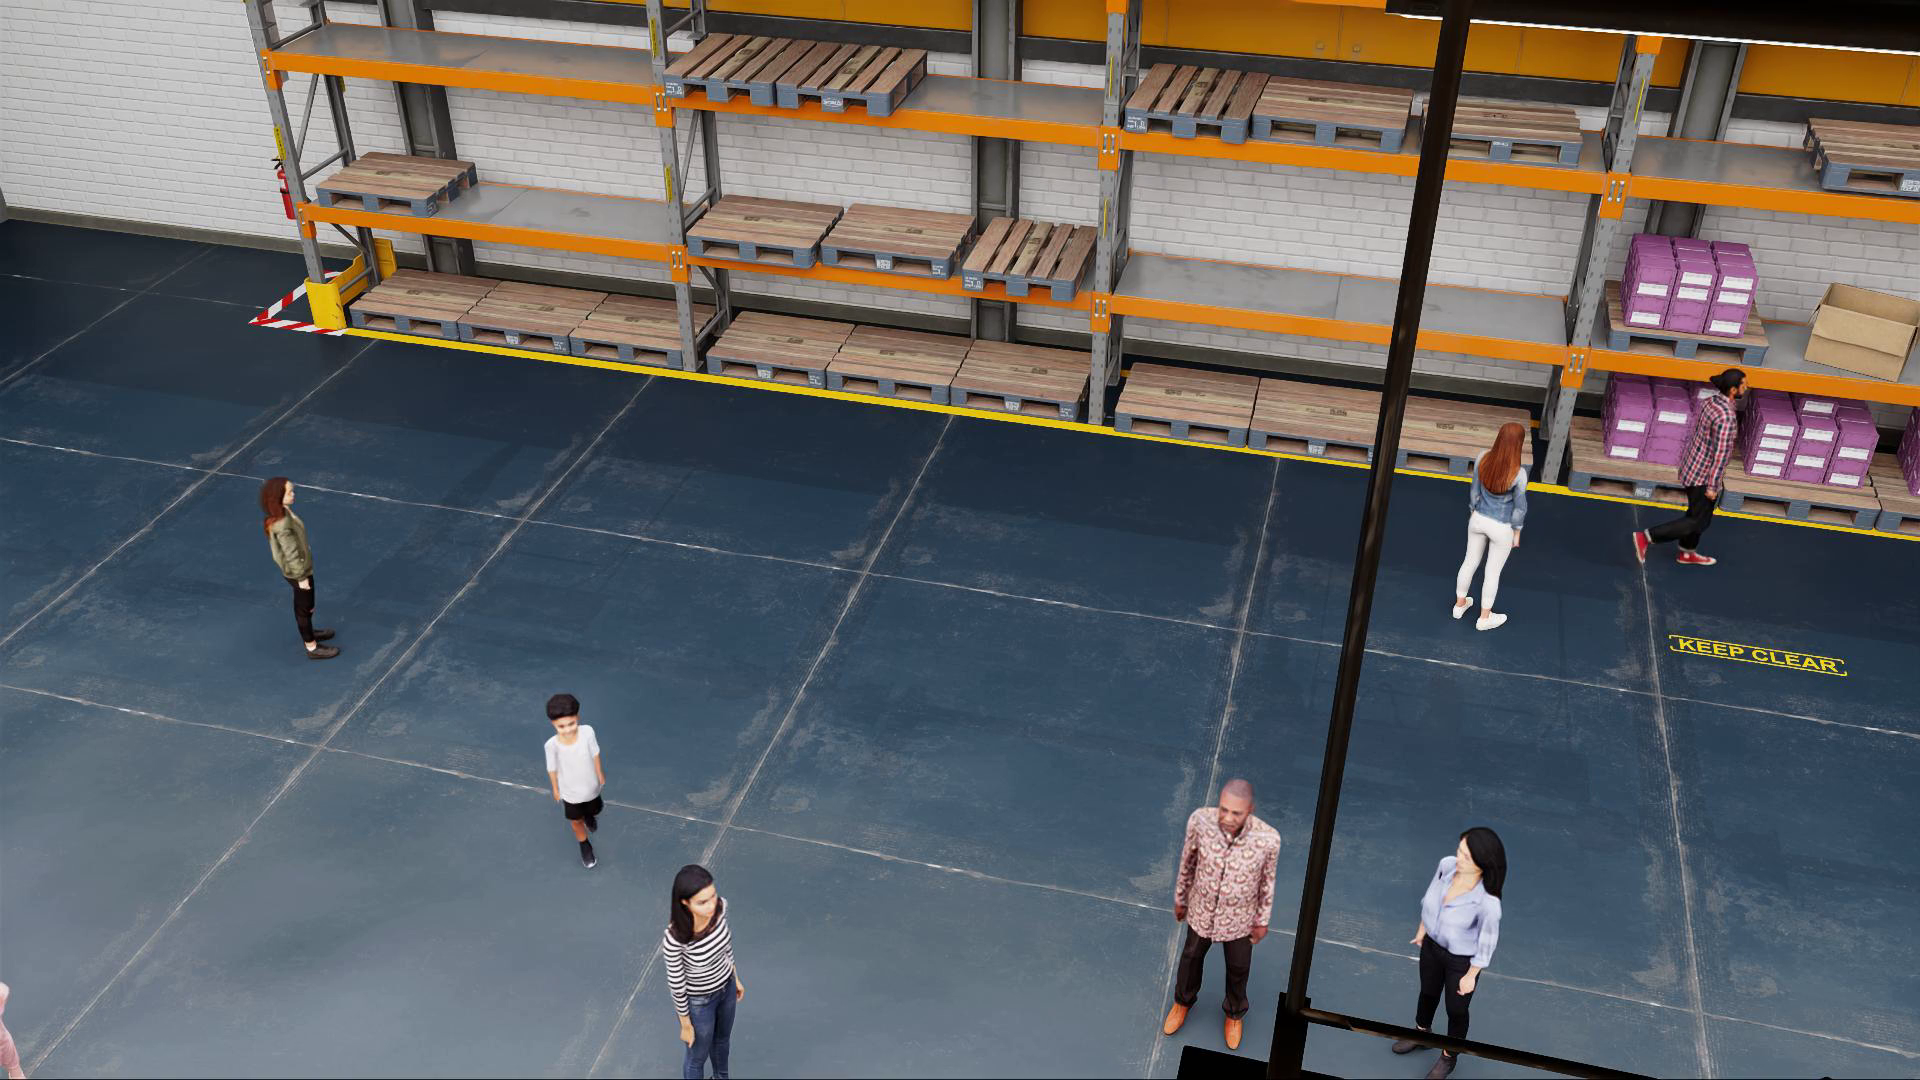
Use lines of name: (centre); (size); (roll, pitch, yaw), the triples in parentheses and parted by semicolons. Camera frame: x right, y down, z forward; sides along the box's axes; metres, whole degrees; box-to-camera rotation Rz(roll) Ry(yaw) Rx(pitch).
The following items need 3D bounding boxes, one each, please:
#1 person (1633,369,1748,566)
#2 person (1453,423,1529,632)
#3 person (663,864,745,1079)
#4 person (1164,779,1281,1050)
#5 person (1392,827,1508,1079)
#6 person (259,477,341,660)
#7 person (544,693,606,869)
person: (5.688, -0.519, 12.879); (0.967, 1.742, 0.744); (4, 34, 7)
person: (3.929, -0.106, 12.294); (0.749, 1.703, 0.646); (-26, 41, -33)
person: (-1.299, 2.348, 8.518); (0.586, 1.797, 0.635); (20, 39, 27)
person: (1.432, 1.991, 9.044); (0.527, 1.808, 0.744); (10, 35, 15)
person: (2.610, 2.191, 8.801); (0.772, 1.744, 0.726); (-15, 37, -22)
person: (-4.814, 0.190, 12.053); (0.697, 1.477, 0.654); (-14, 36, -20)
person: (-2.403, 1.441, 10.373); (0.698, 1.253, 0.751); (-16, 37, -22)
